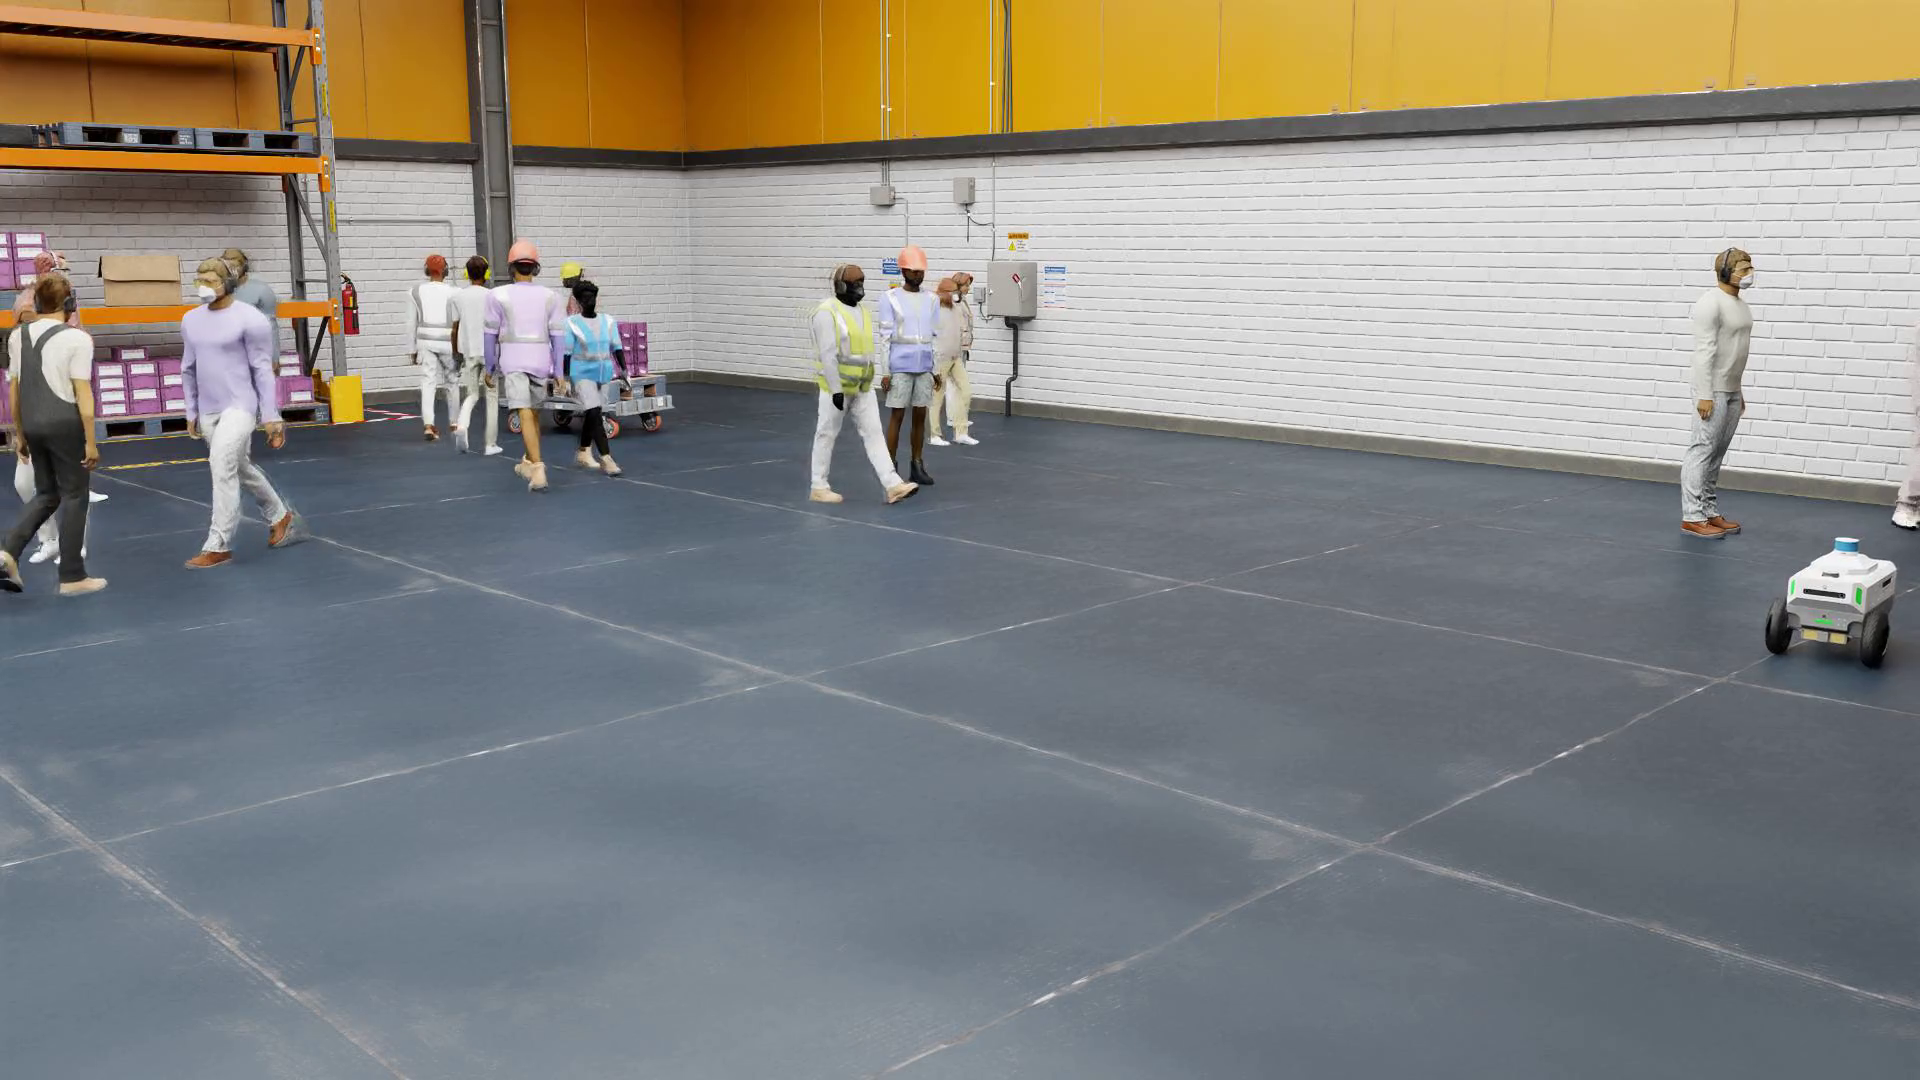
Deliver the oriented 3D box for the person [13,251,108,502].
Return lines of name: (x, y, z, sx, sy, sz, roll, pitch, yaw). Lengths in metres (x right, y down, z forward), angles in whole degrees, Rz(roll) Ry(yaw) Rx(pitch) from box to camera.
person: (-6.816, -1.226, 12.603, 0.652, 1.904, 0.403, 6, 12, 29)

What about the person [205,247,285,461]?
person: (-6.365, -1.646, 14.861, 0.636, 1.923, 0.610, 1, 10, 4)

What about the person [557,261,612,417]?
person: (-4.108, -2.200, 18.358, 0.606, 1.734, 0.563, 0, 10, -2)

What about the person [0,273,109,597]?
person: (-5.061, -0.563, 9.234, 0.554, 1.817, 0.598, 3, 11, 18)

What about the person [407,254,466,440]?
person: (-5.222, -1.926, 16.616, 0.597, 1.843, 0.963, -1, 10, -3)

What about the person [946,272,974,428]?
person: (-0.013, -2.011, 17.604, 0.310, 1.640, 0.514, 2, 11, 11)

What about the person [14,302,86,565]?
person: (-5.577, -0.644, 10.182, 0.513, 1.619, 0.394, 2, 11, 13)

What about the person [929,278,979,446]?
person: (-0.058, -1.692, 15.918, 0.608, 1.611, 0.533, 8, 13, 39)

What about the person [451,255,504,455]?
person: (-4.405, -1.673, 15.208, 0.529, 1.849, 0.603, 1, 10, 3)

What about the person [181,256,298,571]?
person: (-4.521, -0.814, 10.393, 0.639, 1.906, 0.976, 4, 11, 21)

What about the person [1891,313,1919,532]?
person: (6.770, -0.993, 11.471, 0.396, 1.863, 0.722, 6, 12, 31)

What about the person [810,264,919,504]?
person: (-0.772, -1.141, 12.429, 0.942, 1.796, 0.655, 8, 13, 37)

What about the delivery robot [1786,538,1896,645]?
delivery robot: (4.285, 0.232, 8.075, 0.477, 0.478, 0.707, 9, 13, 40)

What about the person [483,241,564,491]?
person: (-3.488, -1.403, 13.389, 0.609, 1.984, 1.102, -6, 12, -31)

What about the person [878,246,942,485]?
person: (-0.380, -1.385, 13.419, 0.557, 1.932, 0.395, -6, 12, -30)

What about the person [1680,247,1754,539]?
person: (5.123, -0.990, 11.218, 0.370, 1.941, 0.627, 10, 15, 44)

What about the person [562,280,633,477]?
person: (-3.112, -1.374, 14.116, 0.860, 1.647, 0.571, 10, 15, 44)
